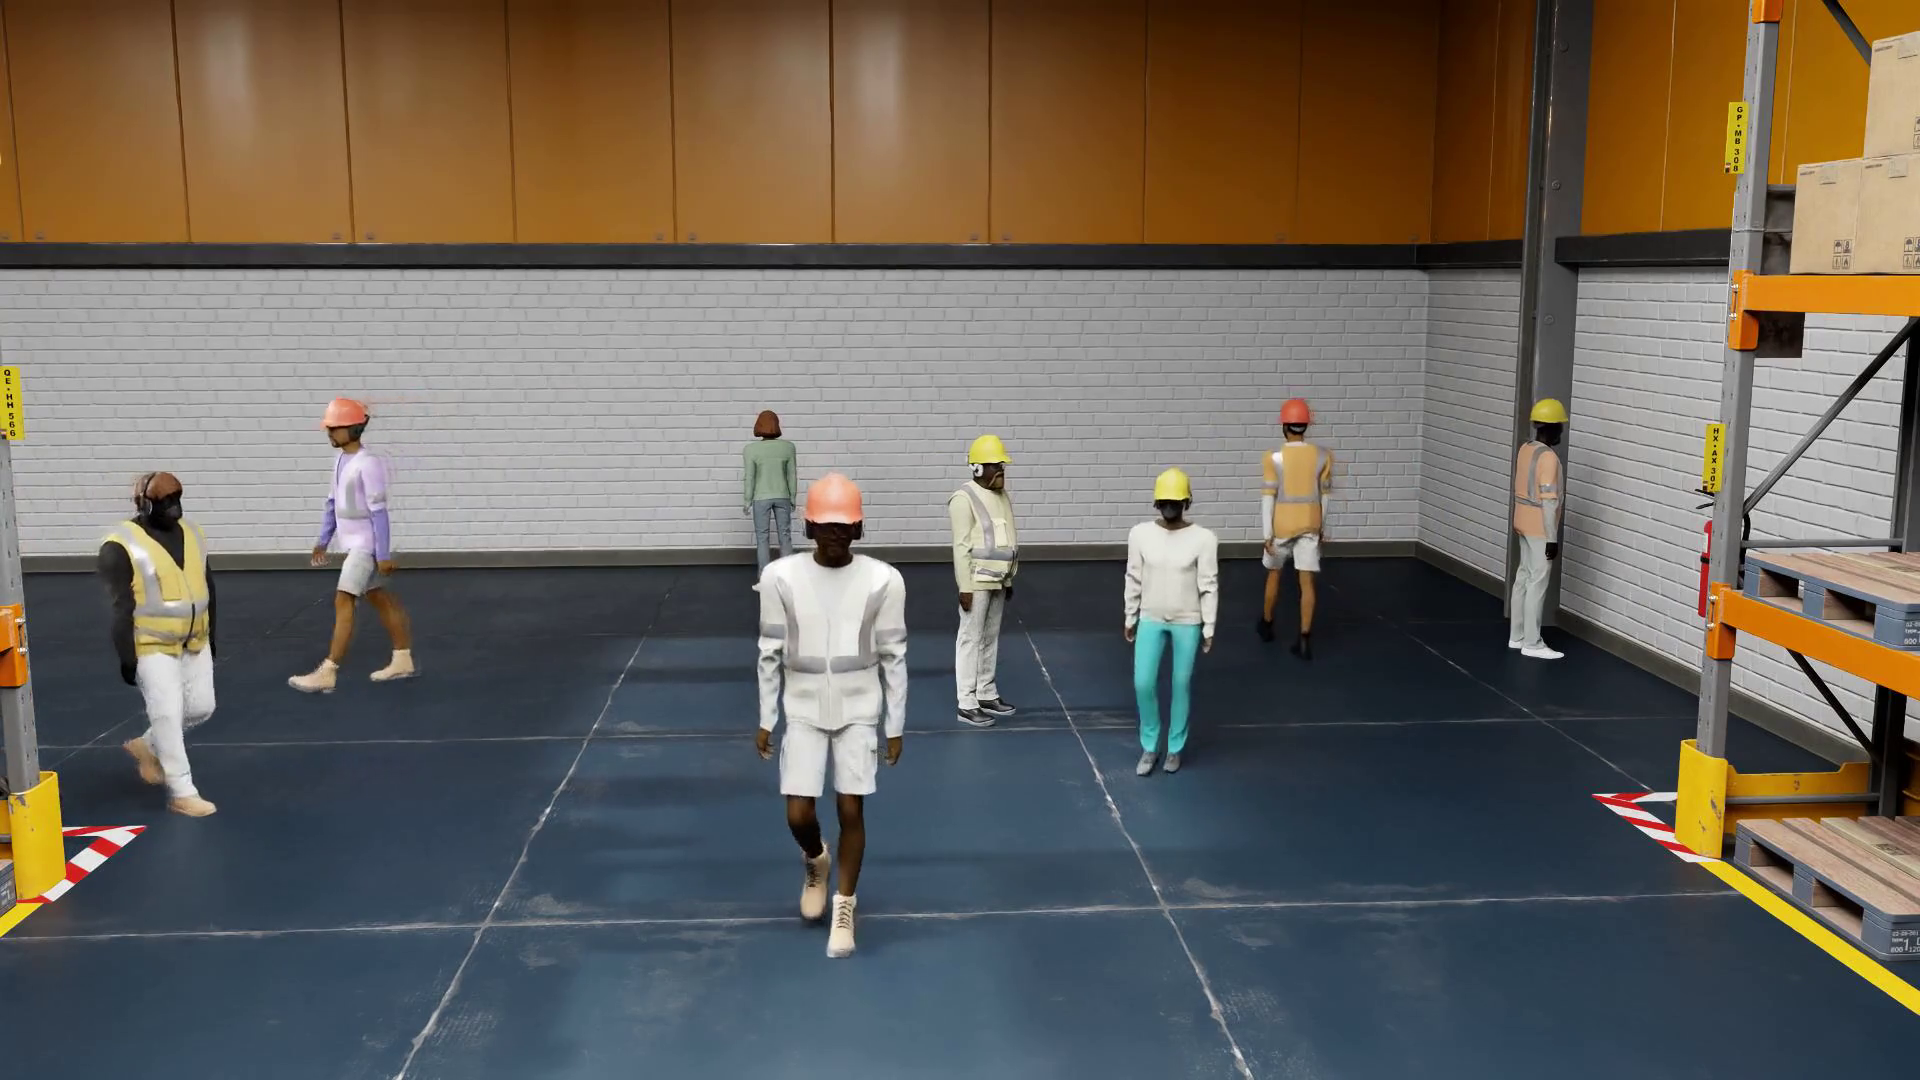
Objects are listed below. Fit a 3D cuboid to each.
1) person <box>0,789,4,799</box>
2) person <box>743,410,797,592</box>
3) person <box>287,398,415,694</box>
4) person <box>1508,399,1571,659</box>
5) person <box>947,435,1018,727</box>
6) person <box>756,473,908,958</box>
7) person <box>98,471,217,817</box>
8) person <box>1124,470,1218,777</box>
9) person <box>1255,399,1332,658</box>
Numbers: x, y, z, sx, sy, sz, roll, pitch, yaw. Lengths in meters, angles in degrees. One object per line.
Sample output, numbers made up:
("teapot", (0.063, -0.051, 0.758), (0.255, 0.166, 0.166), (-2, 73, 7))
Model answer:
("person", (-5.089, 0.627, 8.031), (0.573, 1.872, 0.688), (-2, 9, -12))
("person", (-1.698, -0.344, 14.891), (0.498, 1.634, 0.278), (-4, 10, -23))
("person", (-4.223, 0.037, 11.371), (0.998, 1.996, 0.627), (-6, 11, -35))
("person", (4.317, -0.087, 12.360), (0.373, 1.925, 0.595), (0, 9, -1))
("person", (0.168, 0.246, 10.562), (0.403, 1.835, 0.586), (5, 10, 30))
("person", (-0.535, 0.722, 6.956), (0.640, 2.030, 0.478), (0, 9, -1))
("person", (-4.221, 0.535, 8.782), (0.646, 1.822, 0.633), (4, 10, 24))
("person", (1.171, 0.476, 9.348), (0.553, 1.744, 0.555), (3, 9, 17))
("person", (2.510, -0.111, 12.572), (0.546, 1.896, 0.962), (0, 9, 0))
